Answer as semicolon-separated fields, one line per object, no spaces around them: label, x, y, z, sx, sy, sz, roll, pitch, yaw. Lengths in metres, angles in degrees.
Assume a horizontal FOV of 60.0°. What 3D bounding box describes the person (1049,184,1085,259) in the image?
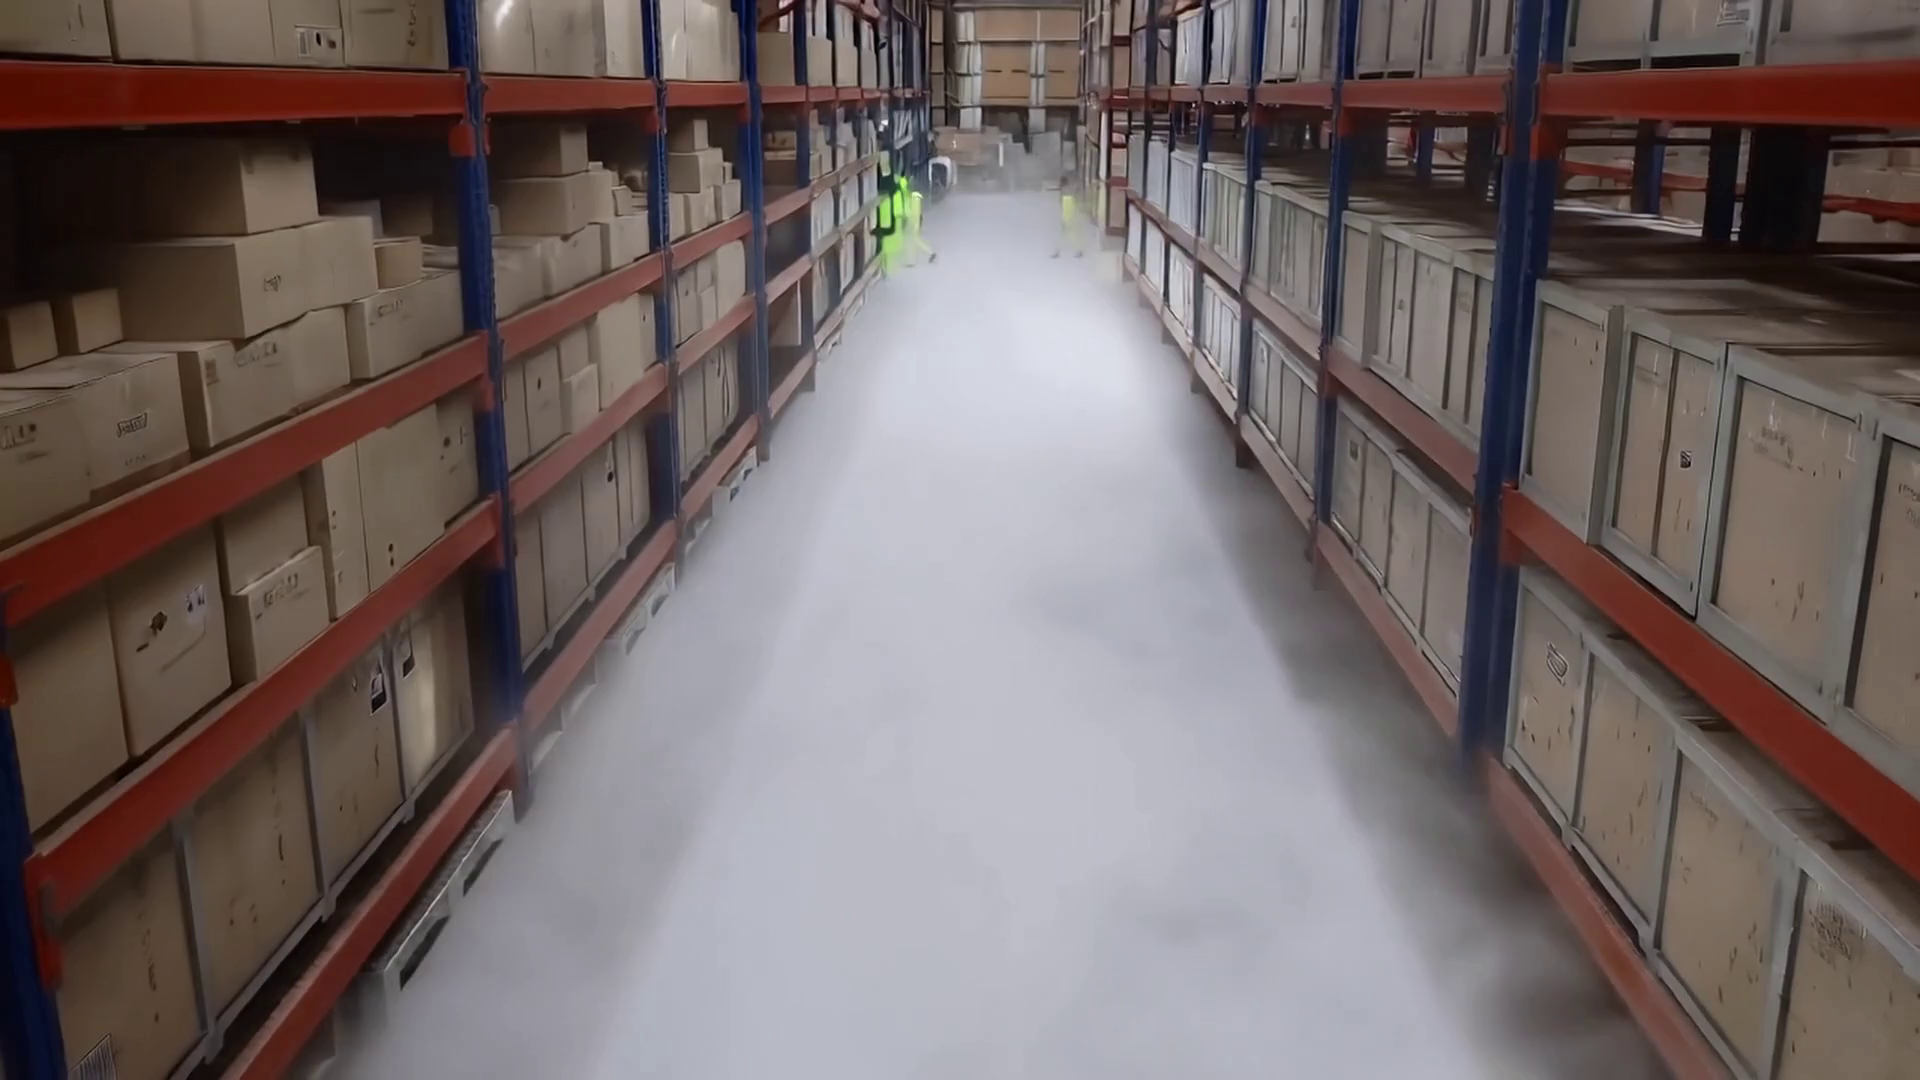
person;2.327;-6.829;35.640;0.849;1.594;0.517;-4;16;-14

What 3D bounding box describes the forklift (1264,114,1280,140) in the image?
forklift;11.018;-13.919;59.579;1.129;2.768;1.873;0;15;2

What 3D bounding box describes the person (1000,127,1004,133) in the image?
person;2.269;-22.342;93.321;0.754;1.613;0.529;-2;15;-6

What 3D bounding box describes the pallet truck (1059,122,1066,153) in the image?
pallet truck;5.788;-21.111;88.014;1.885;1.965;0.823;5;16;18

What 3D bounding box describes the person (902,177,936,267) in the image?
person;-0.857;-6.452;33.807;0.595;1.830;0.574;-3;15;-11

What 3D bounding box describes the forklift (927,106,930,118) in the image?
forklift;-1.988;-20.789;85.140;1.129;2.768;1.873;0;15;2
